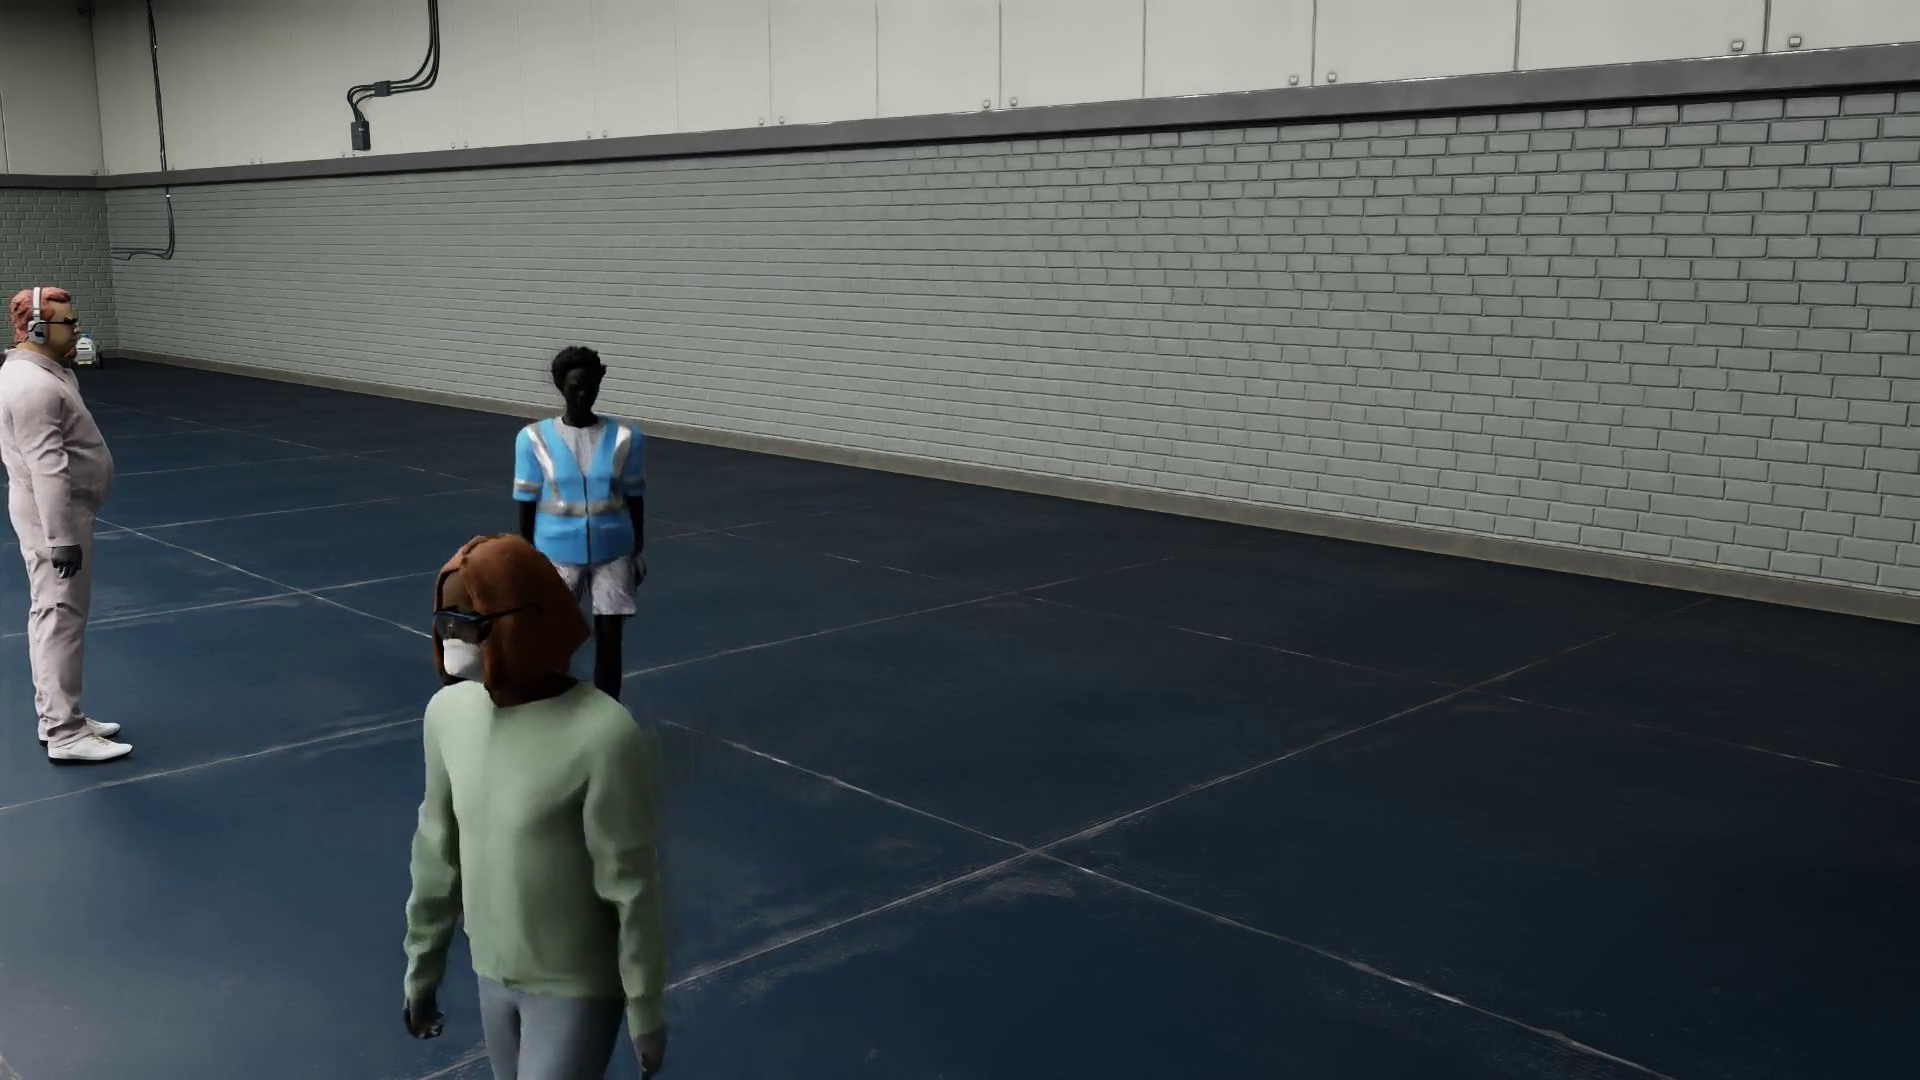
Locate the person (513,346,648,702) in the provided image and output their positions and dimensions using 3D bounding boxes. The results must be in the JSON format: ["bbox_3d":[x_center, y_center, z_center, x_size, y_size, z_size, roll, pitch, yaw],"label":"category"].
[{"bbox_3d":[-1.548,0.037,6.816,0.537,1.680,0.648,-3,11,-17],"label":"person"}]

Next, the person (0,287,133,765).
[{"bbox_3d":[-3.632,-0.063,6.737,0.406,1.906,0.654,-7,12,-32],"label":"person"}]

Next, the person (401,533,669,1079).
[{"bbox_3d":[-0.756,0.789,2.884,0.524,1.614,0.497,7,13,34],"label":"person"}]

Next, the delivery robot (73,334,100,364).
[{"bbox_3d":[-13.956,-3.044,26.544,0.477,0.478,0.707,-4,11,-21],"label":"delivery robot"}]
